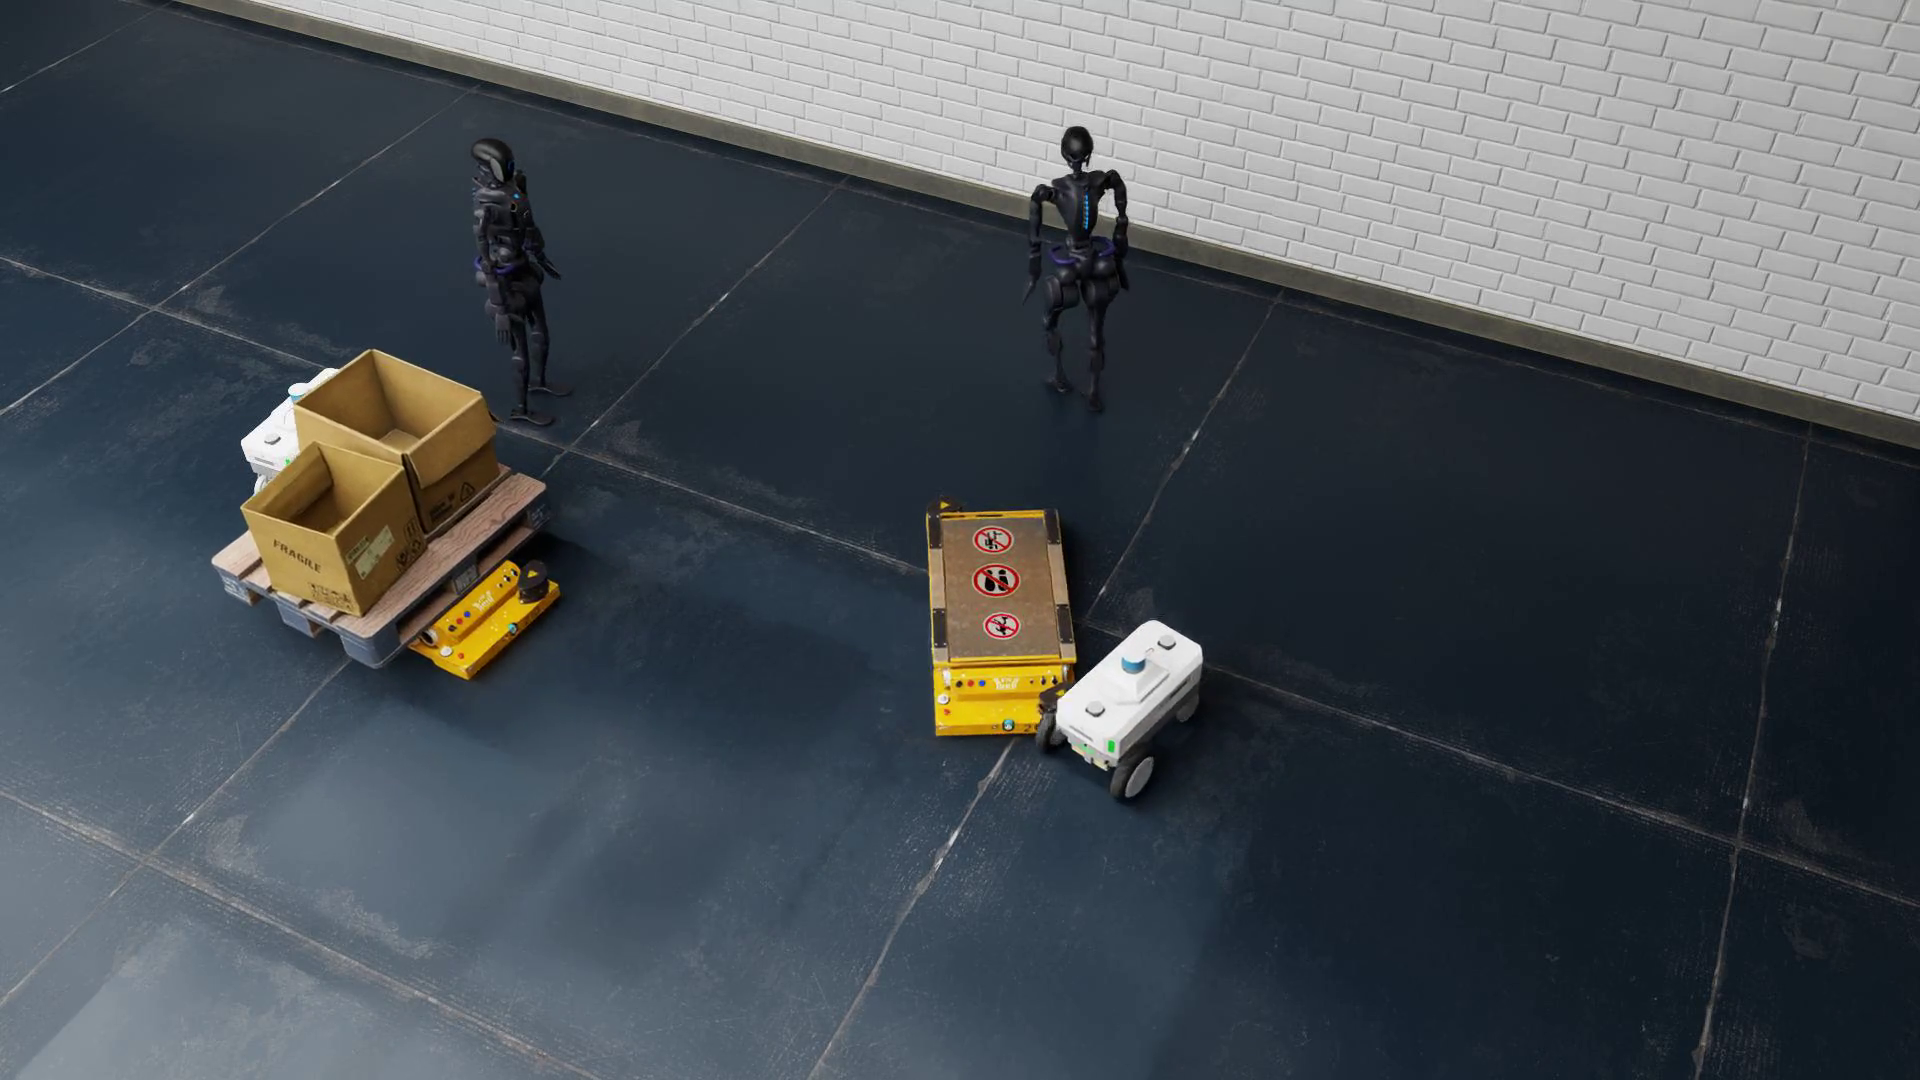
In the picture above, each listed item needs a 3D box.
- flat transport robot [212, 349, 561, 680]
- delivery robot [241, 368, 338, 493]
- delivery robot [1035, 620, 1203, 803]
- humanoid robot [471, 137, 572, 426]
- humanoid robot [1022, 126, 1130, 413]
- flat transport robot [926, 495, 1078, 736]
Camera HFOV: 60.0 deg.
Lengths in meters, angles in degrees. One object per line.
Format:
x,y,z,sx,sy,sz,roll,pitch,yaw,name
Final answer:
-2.712,0.153,8.090,1.431,0.231,0.659,22,47,22,flat transport robot
-3.347,-0.560,8.655,0.499,0.603,0.794,16,45,17,delivery robot
0.726,0.719,7.278,0.499,0.606,0.796,31,51,29,delivery robot
-2.312,-1.359,8.683,0.313,1.653,0.604,9,44,10,humanoid robot
0.629,-1.415,8.746,0.586,1.644,0.412,-12,44,-13,humanoid robot
0.184,0.327,7.902,0.659,0.231,1.431,-2,43,-2,flat transport robot
